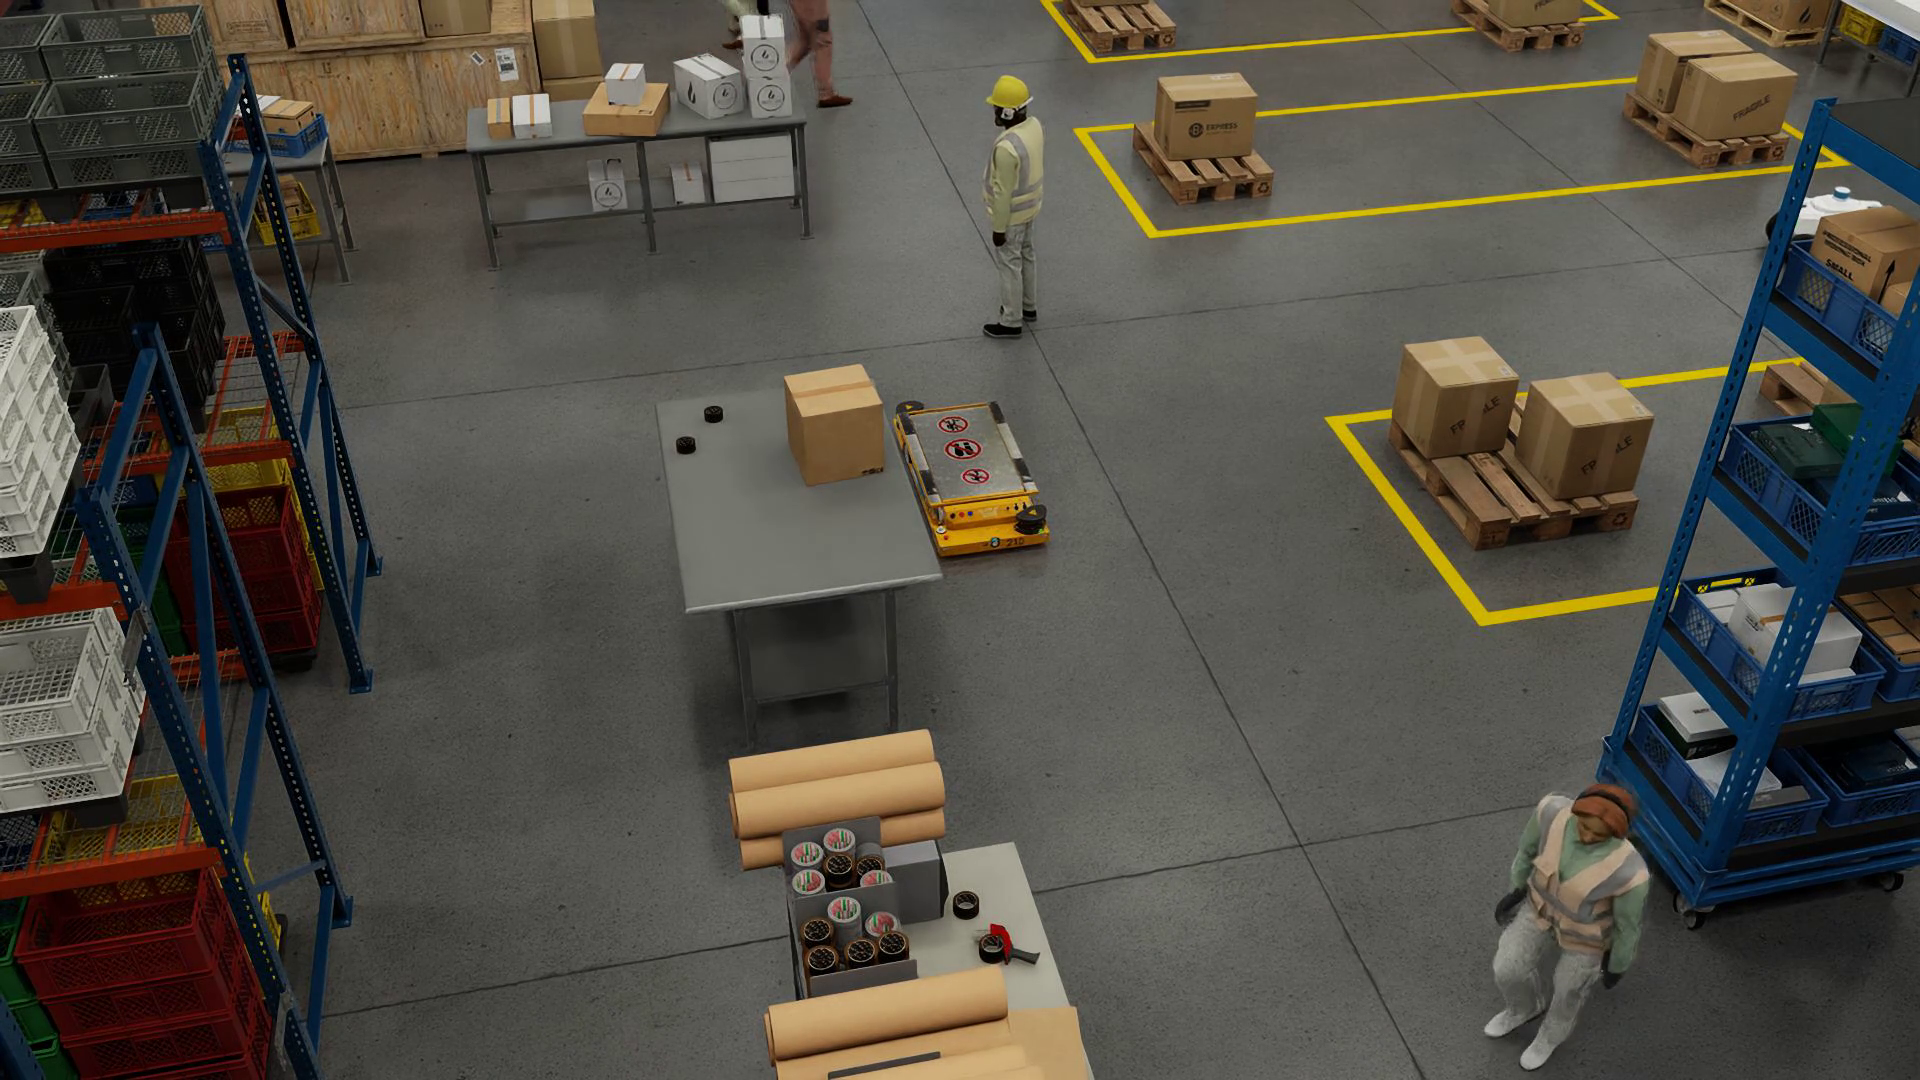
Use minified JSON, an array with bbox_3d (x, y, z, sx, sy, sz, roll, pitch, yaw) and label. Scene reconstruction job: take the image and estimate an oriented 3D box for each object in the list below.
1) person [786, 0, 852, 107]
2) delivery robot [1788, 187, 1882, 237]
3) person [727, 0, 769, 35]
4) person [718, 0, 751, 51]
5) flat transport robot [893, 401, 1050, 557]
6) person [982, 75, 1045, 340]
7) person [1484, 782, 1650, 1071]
[{"bbox_3d":[-1.340,-4.684,14.489,0.641,1.893,0.663,-16,40,-20],"label":"person"},{"bbox_3d":[6.534,-2.398,12.442,0.707,0.478,0.477,4,37,5],"label":"delivery robot"},{"bbox_3d":[-2.065,-5.685,15.997,0.543,1.682,0.597,-19,40,-23],"label":"person"},{"bbox_3d":[-2.154,-5.509,15.618,0.372,1.853,0.507,0,37,-1],"label":"person"},{"bbox_3d":[0.046,-0.430,10.108,0.652,0.197,1.431,-8,37,-10],"label":"flat transport robot"},{"bbox_3d":[0.351,-2.254,11.269,0.403,1.823,0.590,15,39,19],"label":"person"},{"bbox_3d":[2.345,1.491,6.401,0.402,1.610,0.541,-22,42,-27],"label":"person"}]
